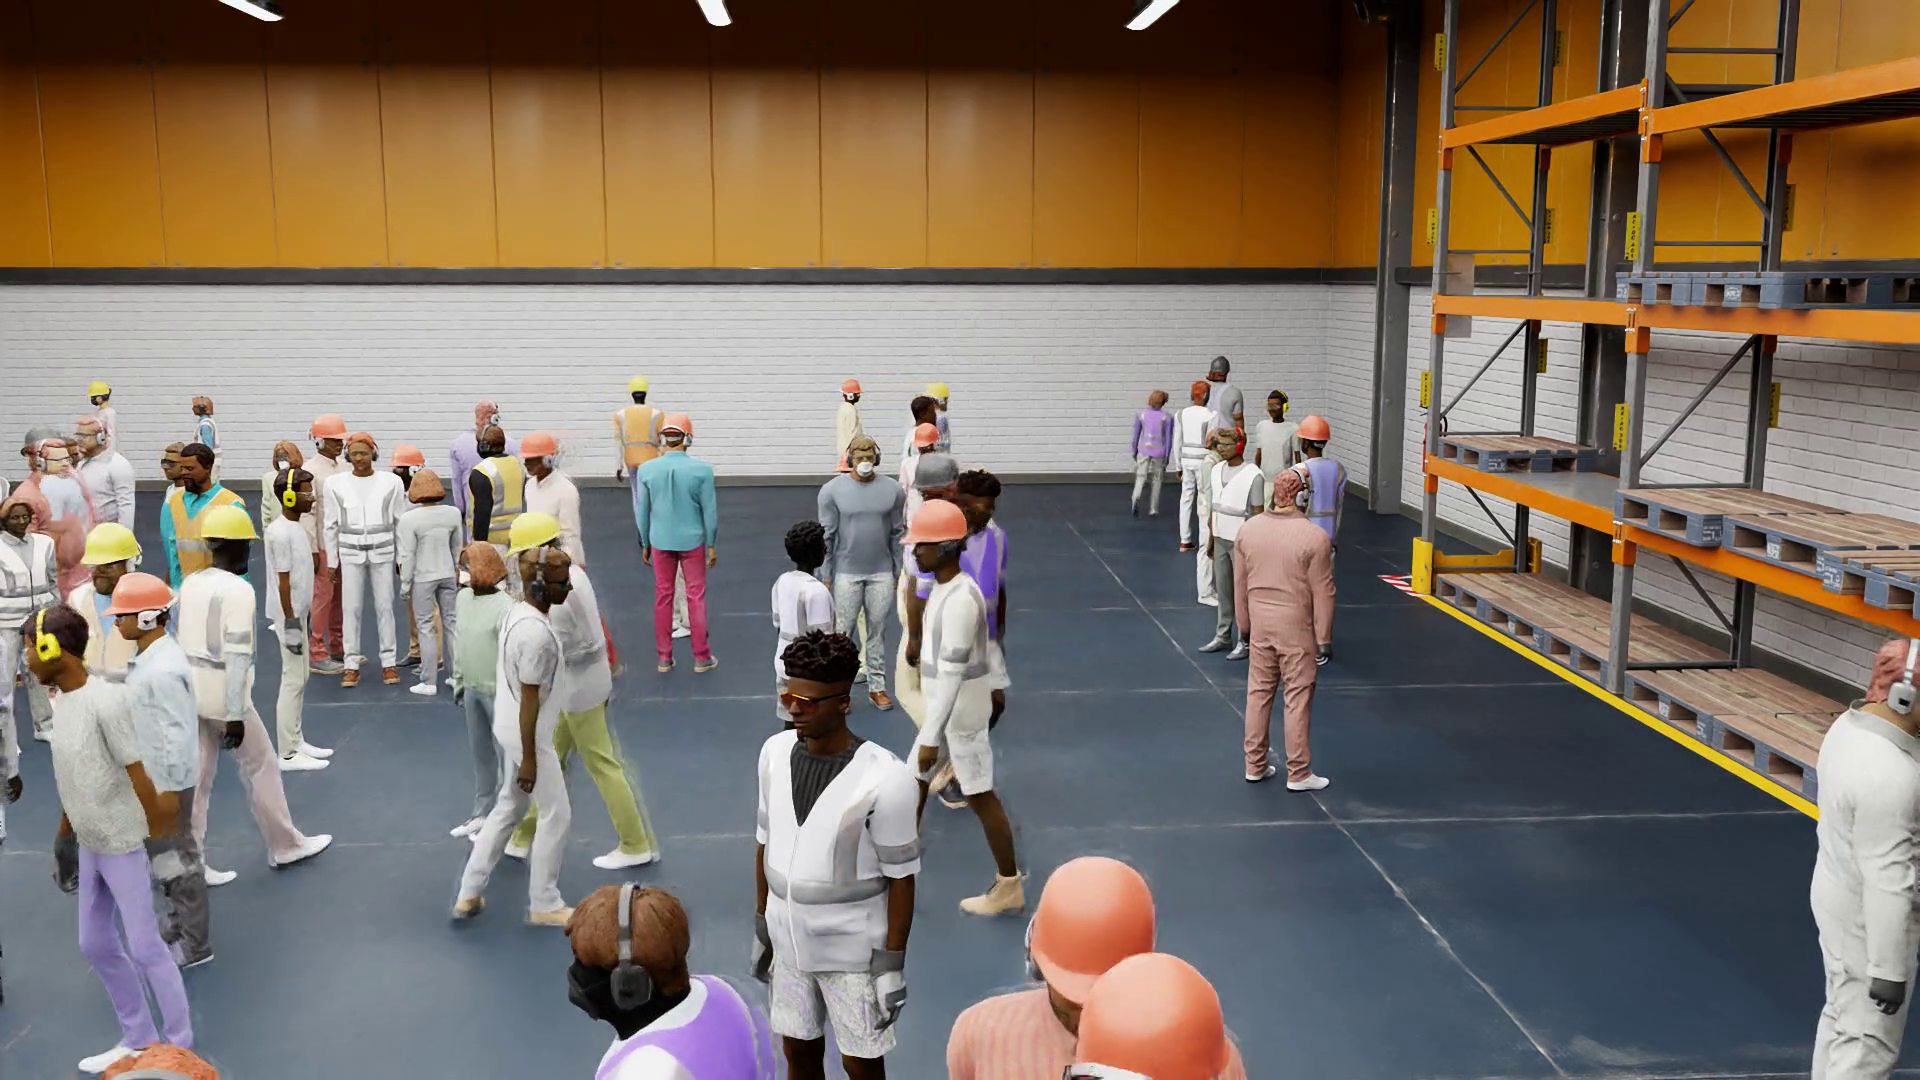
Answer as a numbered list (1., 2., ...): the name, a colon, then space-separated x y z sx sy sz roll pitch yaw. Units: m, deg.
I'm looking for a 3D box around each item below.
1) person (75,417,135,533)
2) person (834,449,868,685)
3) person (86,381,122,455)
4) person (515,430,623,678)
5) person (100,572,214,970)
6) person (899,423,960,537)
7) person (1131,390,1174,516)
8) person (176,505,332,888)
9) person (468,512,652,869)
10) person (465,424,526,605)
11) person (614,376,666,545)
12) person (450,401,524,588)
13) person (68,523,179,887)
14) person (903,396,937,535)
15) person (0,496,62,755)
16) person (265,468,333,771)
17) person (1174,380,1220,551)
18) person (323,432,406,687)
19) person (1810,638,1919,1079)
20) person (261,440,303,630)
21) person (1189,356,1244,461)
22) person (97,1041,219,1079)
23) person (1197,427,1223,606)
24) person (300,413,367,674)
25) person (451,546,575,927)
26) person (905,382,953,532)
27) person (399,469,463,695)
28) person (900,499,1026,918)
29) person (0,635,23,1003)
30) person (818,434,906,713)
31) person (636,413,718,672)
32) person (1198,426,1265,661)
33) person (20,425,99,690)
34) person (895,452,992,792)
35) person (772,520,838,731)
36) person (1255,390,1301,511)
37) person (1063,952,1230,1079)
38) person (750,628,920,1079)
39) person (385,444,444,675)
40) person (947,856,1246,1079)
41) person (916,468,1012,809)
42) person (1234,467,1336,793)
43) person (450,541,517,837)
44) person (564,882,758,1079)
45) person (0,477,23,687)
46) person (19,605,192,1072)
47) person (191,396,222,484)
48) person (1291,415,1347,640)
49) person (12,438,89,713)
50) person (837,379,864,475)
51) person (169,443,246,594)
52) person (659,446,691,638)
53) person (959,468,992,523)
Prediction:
1. person: -6.869 -0.029 13.250 0.637 1.913 0.406 4 10 24
2. person: -0.758 0.194 12.336 0.339 1.752 0.564 0 9 -2
3. person: -10.271 -1.027 20.004 0.339 1.761 0.524 -8 12 -40
4. person: -2.895 0.161 12.009 0.629 1.956 0.963 7 12 39
5. person: -3.503 1.003 7.255 0.339 1.749 0.573 -6 11 -33
6. person: -0.288 -0.163 14.611 0.563 1.742 0.335 2 9 14
7. person: 2.388 -1.066 20.746 0.536 1.618 0.711 3 10 19
8. person: -3.591 0.770 8.304 0.610 1.882 0.888 6 11 33
9. person: -2.038 0.773 8.352 0.979 1.859 0.622 -1 9 -8
10. person: -3.726 -0.008 13.332 0.429 1.842 0.633 3 9 17
11. person: -3.600 -0.902 18.752 0.592 1.898 0.881 0 9 -1
12. person: -4.228 -0.301 14.987 0.652 1.899 0.409 1 9 5
13. person: -4.117 0.814 8.211 0.601 1.827 0.404 0 9 2
14. person: -0.388 -0.375 15.392 0.395 1.921 0.590 0 9 -1
15. person: -5.958 0.533 10.571 0.310 1.638 0.523 5 10 30
16. person: -4.067 0.486 10.196 0.327 1.862 0.500 -2 9 -10
17. person: 2.600 -0.796 18.136 0.572 1.887 0.358 8 12 40
18. person: -4.369 0.142 12.265 0.576 1.881 0.354 -3 9 -18
19. person: 2.948 1.239 5.339 0.401 1.896 0.659 3 10 19
20. person: -5.704 -0.040 14.186 0.497 1.632 0.289 0 9 1
21. person: 3.195 -1.251 20.513 0.676 2.000 0.536 4 10 25
22. person: -1.239 1.677 2.724 0.893 1.856 0.391 3 9 17
23. person: 2.332 -0.221 15.301 0.312 1.639 0.512 3 9 17
24. person: -4.789 0.025 12.691 0.406 1.987 0.622 1 9 9
25. person: -2.071 0.920 7.650 0.628 1.811 0.579 -4 10 -23
26. person: -0.329 -0.956 19.518 0.922 1.784 0.590 -6 11 -32
27. person: -3.819 0.302 12.037 0.272 1.631 0.507 7 12 39
28. person: -0.148 0.811 7.700 1.016 1.991 0.638 -1 9 -9
29. person: -4.314 0.974 7.072 0.551 1.880 1.010 -5 11 -31
30. person: -0.672 0.232 11.520 0.633 1.938 0.356 -3 10 -19
31. person: -2.143 0.024 12.683 0.612 1.983 0.408 1 9 5
32. person: 2.176 0.021 13.138 0.373 1.843 0.570 -6 11 -31
33. person: -6.341 0.150 11.714 0.757 2.000 0.753 -3 9 -17
34. person: -0.101 0.469 9.714 0.546 2.000 0.702 8 12 41
35. person: -0.837 0.734 9.122 0.319 1.697 0.533 -6 11 -34
36. person: 3.209 -0.586 16.872 0.519 1.873 0.335 6 11 35
37. person: 0.304 1.642 2.704 0.617 1.963 0.984 7 12 39
38. person: -0.408 1.236 5.131 0.604 1.966 0.367 6 11 33
39. person: -4.164 0.142 12.651 0.335 1.753 0.573 -8 12 -43
40. person: 0.242 1.554 3.177 0.615 1.946 0.862 2 9 10
41. person: 0.006 0.561 9.434 0.650 1.944 0.418 -4 10 -25
42. person: 1.930 0.521 9.805 0.648 1.907 0.401 9 13 44
43. person: -2.518 0.809 8.849 0.498 1.634 0.282 7 11 37
44. person: -0.602 1.582 3.401 0.458 1.824 0.643 0 9 2
45. person: -7.079 0.182 12.007 0.337 1.882 0.583 2 9 13
46. person: -3.087 1.148 6.121 0.704 1.829 0.393 6 11 34
47. person: -8.699 -0.850 19.243 0.312 1.642 0.512 -4 10 -22
48. person: 2.749 -0.008 13.017 0.545 1.943 0.347 -5 10 -29
49. person: -6.254 0.240 11.571 0.402 1.906 0.652 1 9 5
50. person: -1.341 -1.102 20.470 0.333 1.753 0.562 -3 9 -16
51. person: -5.028 0.301 11.150 0.591 1.919 0.392 3 9 17
52. person: -2.361 -0.001 13.921 0.310 1.640 0.514 -3 10 -18
53. person: 0.082 0.382 11.190 0.314 1.743 0.493 1 9 7
